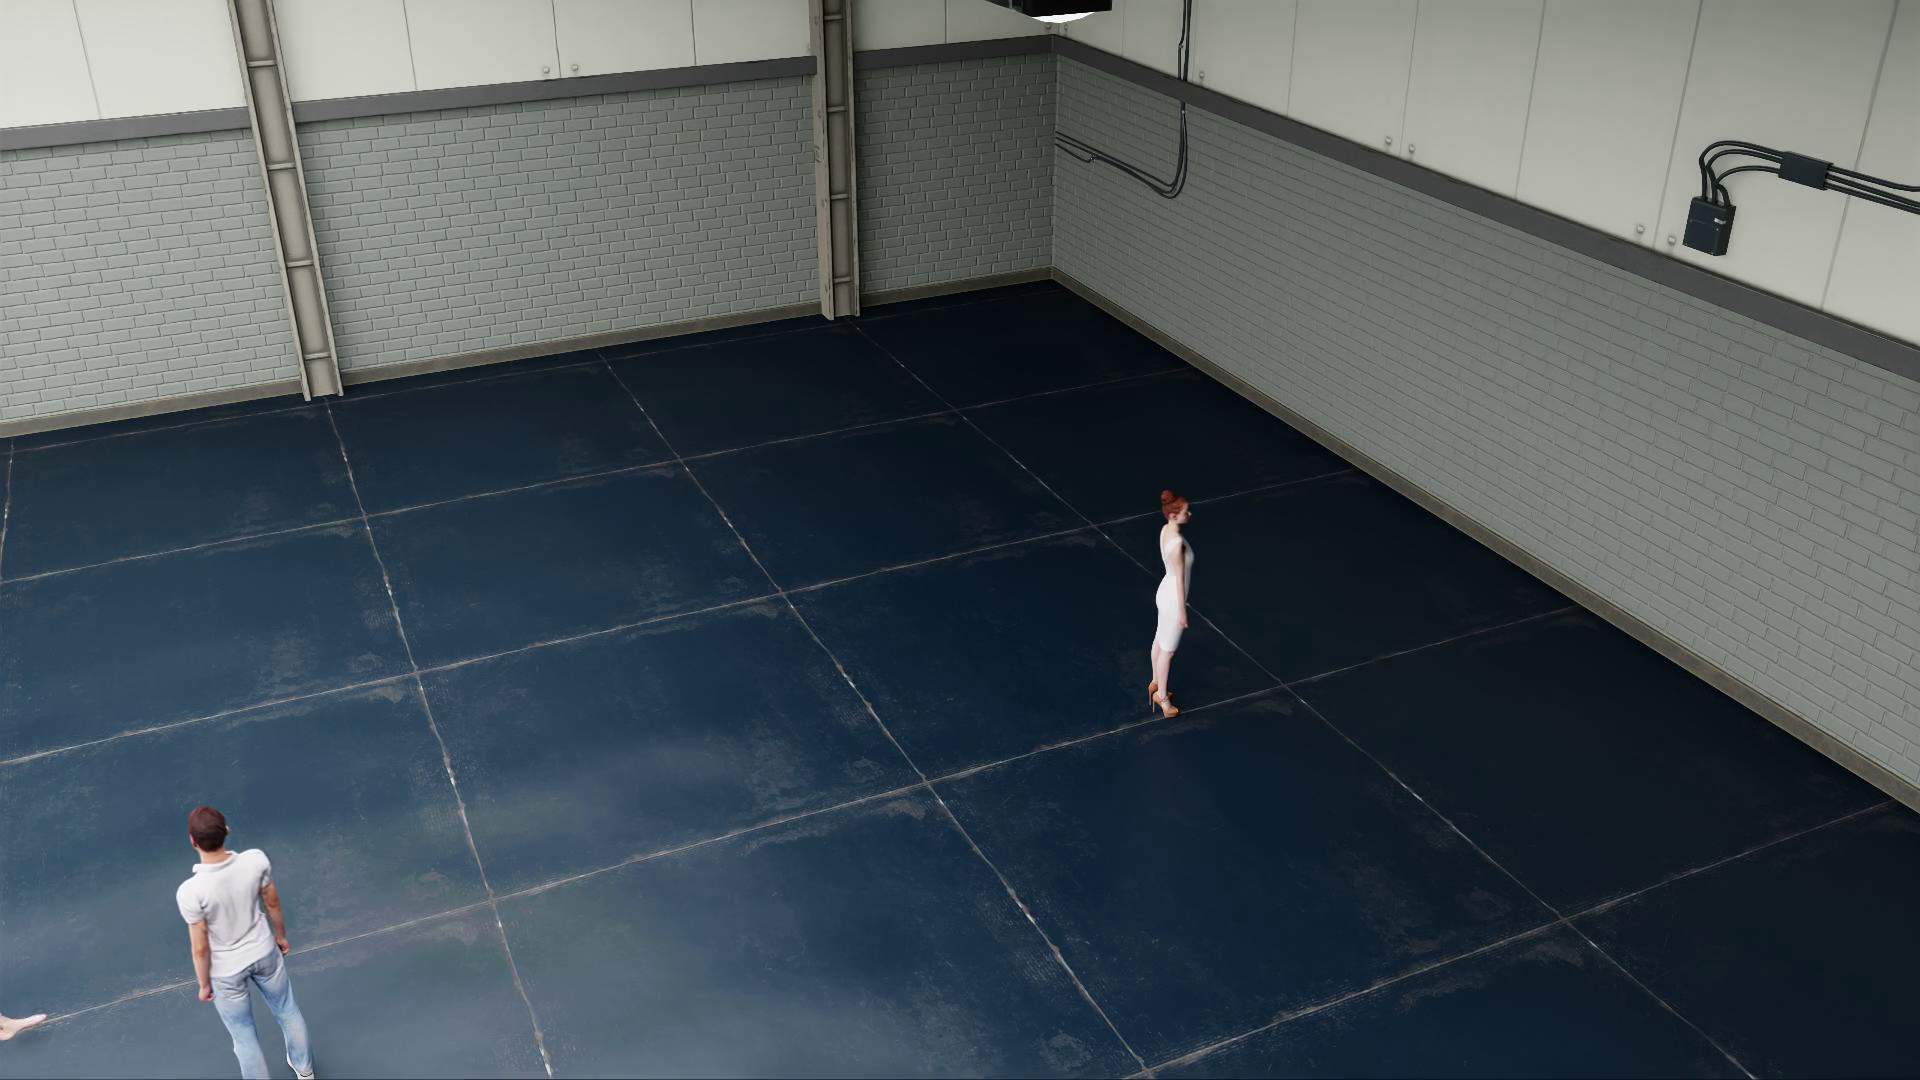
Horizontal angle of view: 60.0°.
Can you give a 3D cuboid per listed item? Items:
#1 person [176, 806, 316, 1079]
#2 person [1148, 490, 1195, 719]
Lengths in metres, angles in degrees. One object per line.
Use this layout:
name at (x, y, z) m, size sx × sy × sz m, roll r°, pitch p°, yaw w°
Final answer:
person at (-3.726, 2.182, 8.640) m, size 0.795 × 1.850 × 0.656 m, roll 19°, pitch 33°, yaw 32°
person at (1.521, 0.458, 12.052) m, size 0.589 × 1.792 × 0.626 m, roll -2°, pitch 27°, yaw -4°
